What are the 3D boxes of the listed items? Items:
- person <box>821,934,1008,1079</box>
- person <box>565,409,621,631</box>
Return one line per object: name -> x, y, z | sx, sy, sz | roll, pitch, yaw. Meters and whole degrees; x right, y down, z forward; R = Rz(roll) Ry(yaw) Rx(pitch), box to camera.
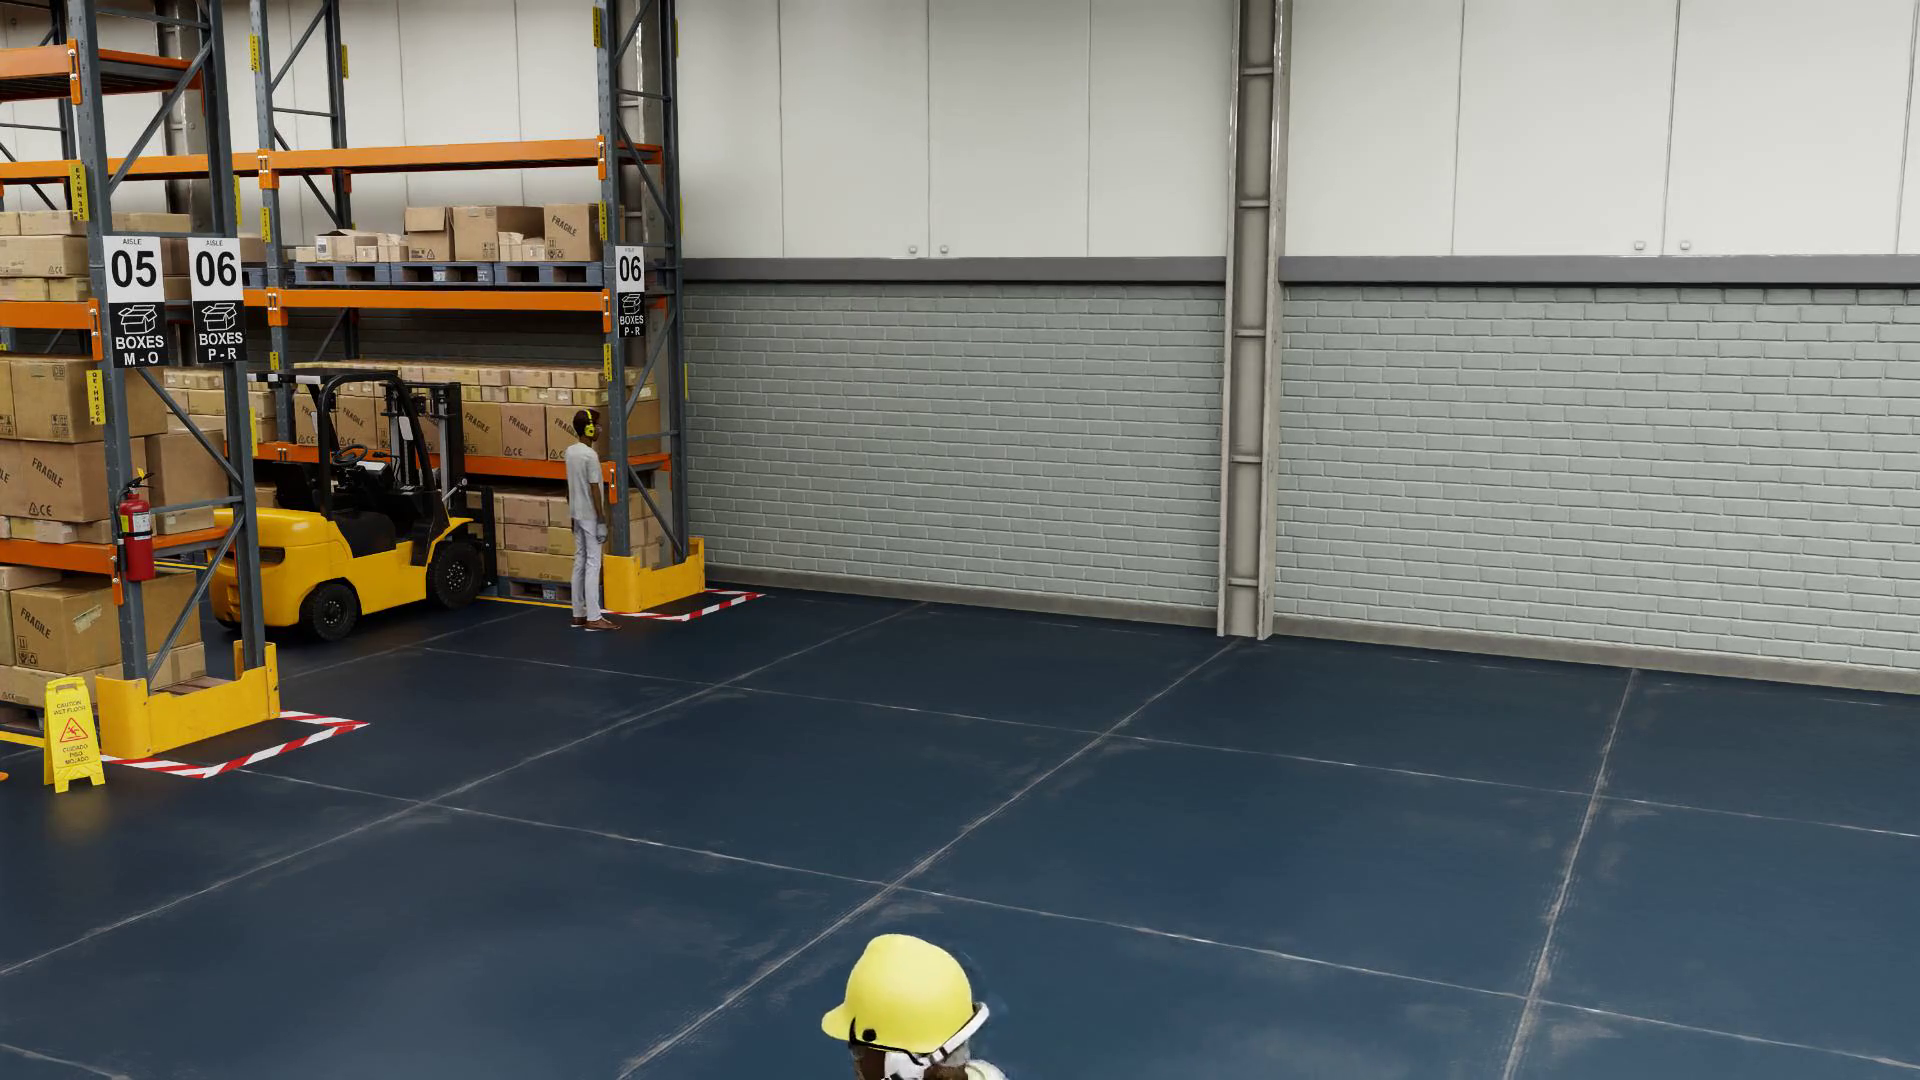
person -> -0.036, 1.626, 3.147 | 0.457, 1.819, 0.607 | 1, 9, 9
person -> -3.132, -0.160, 13.996 | 0.417, 1.877, 0.550 | -8, 12, -40
